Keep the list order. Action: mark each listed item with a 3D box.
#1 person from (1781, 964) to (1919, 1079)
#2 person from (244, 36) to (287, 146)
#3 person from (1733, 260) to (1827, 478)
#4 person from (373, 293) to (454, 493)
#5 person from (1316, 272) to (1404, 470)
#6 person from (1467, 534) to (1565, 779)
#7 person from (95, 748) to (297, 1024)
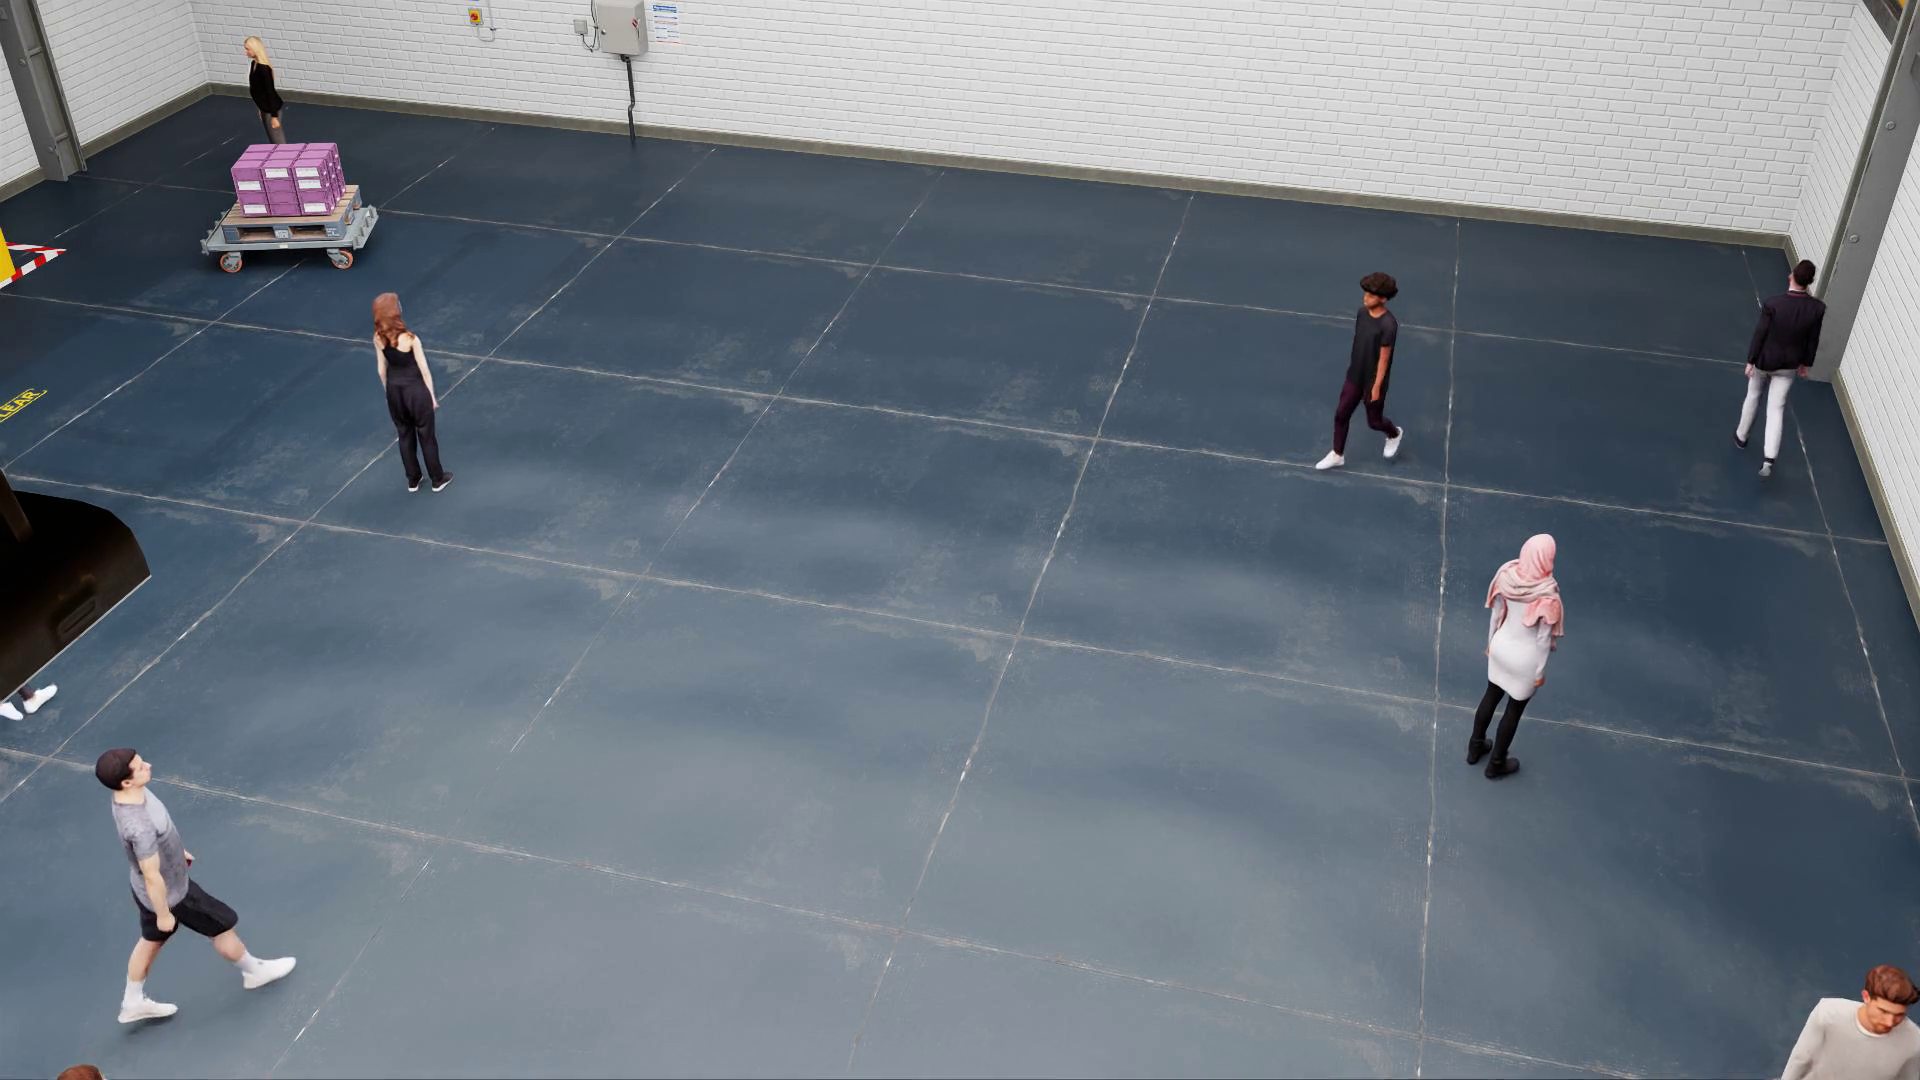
[{"bbox_3d":[4.049,2.583,7.727,0.685,1.883,0.801,10,35,15],"label":"person"},{"bbox_3d":[-7.804,-4.810,18.888,0.733,1.841,0.693,-22,39,-29],"label":"person"},{"bbox_3d":[6.784,-1.406,13.791,0.686,1.814,1.147,8,34,12],"label":"person"},{"bbox_3d":[-4.501,-1.186,13.524,0.608,1.743,0.564,3,34,4],"label":"person"},{"bbox_3d":[3.452,-1.386,13.810,1.104,1.760,1.022,-19,38,-26],"label":"person"},{"bbox_3d":[3.535,0.741,10.575,0.778,1.799,0.725,-20,38,-27],"label":"person"},{"bbox_3d":[-4.336,1.870,8.842,1.238,1.836,1.149,-19,38,-26],"label":"person"}]
